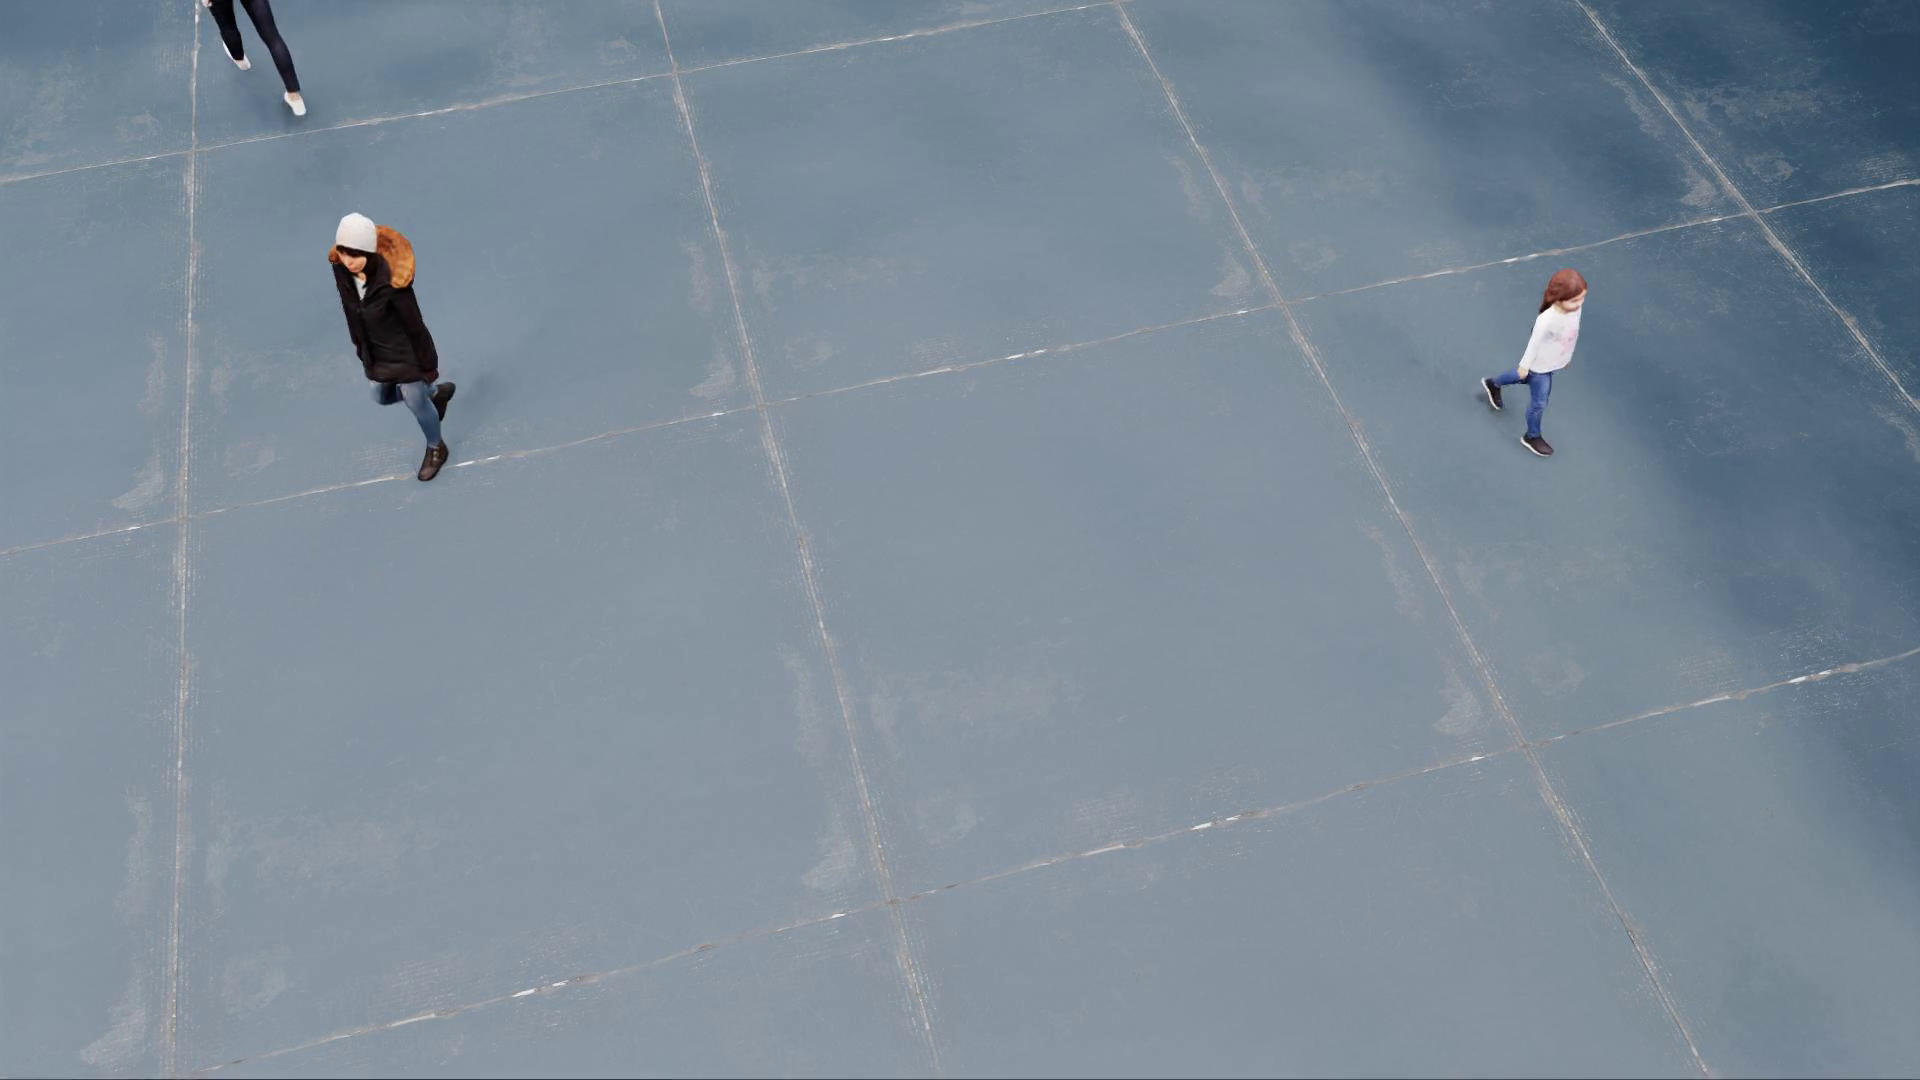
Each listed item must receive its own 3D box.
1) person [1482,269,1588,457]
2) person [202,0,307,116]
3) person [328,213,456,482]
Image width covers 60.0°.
[{"bbox_3d":[2.937,-0.964,8.454,0.619,1.092,0.827,-31,58,-21],"label":"person"},{"bbox_3d":[-4.285,-3.273,9.888,0.908,1.653,1.187,-30,58,-21],"label":"person"},{"bbox_3d":[-2.733,-0.990,8.138,0.828,1.624,0.894,18,54,13],"label":"person"}]
